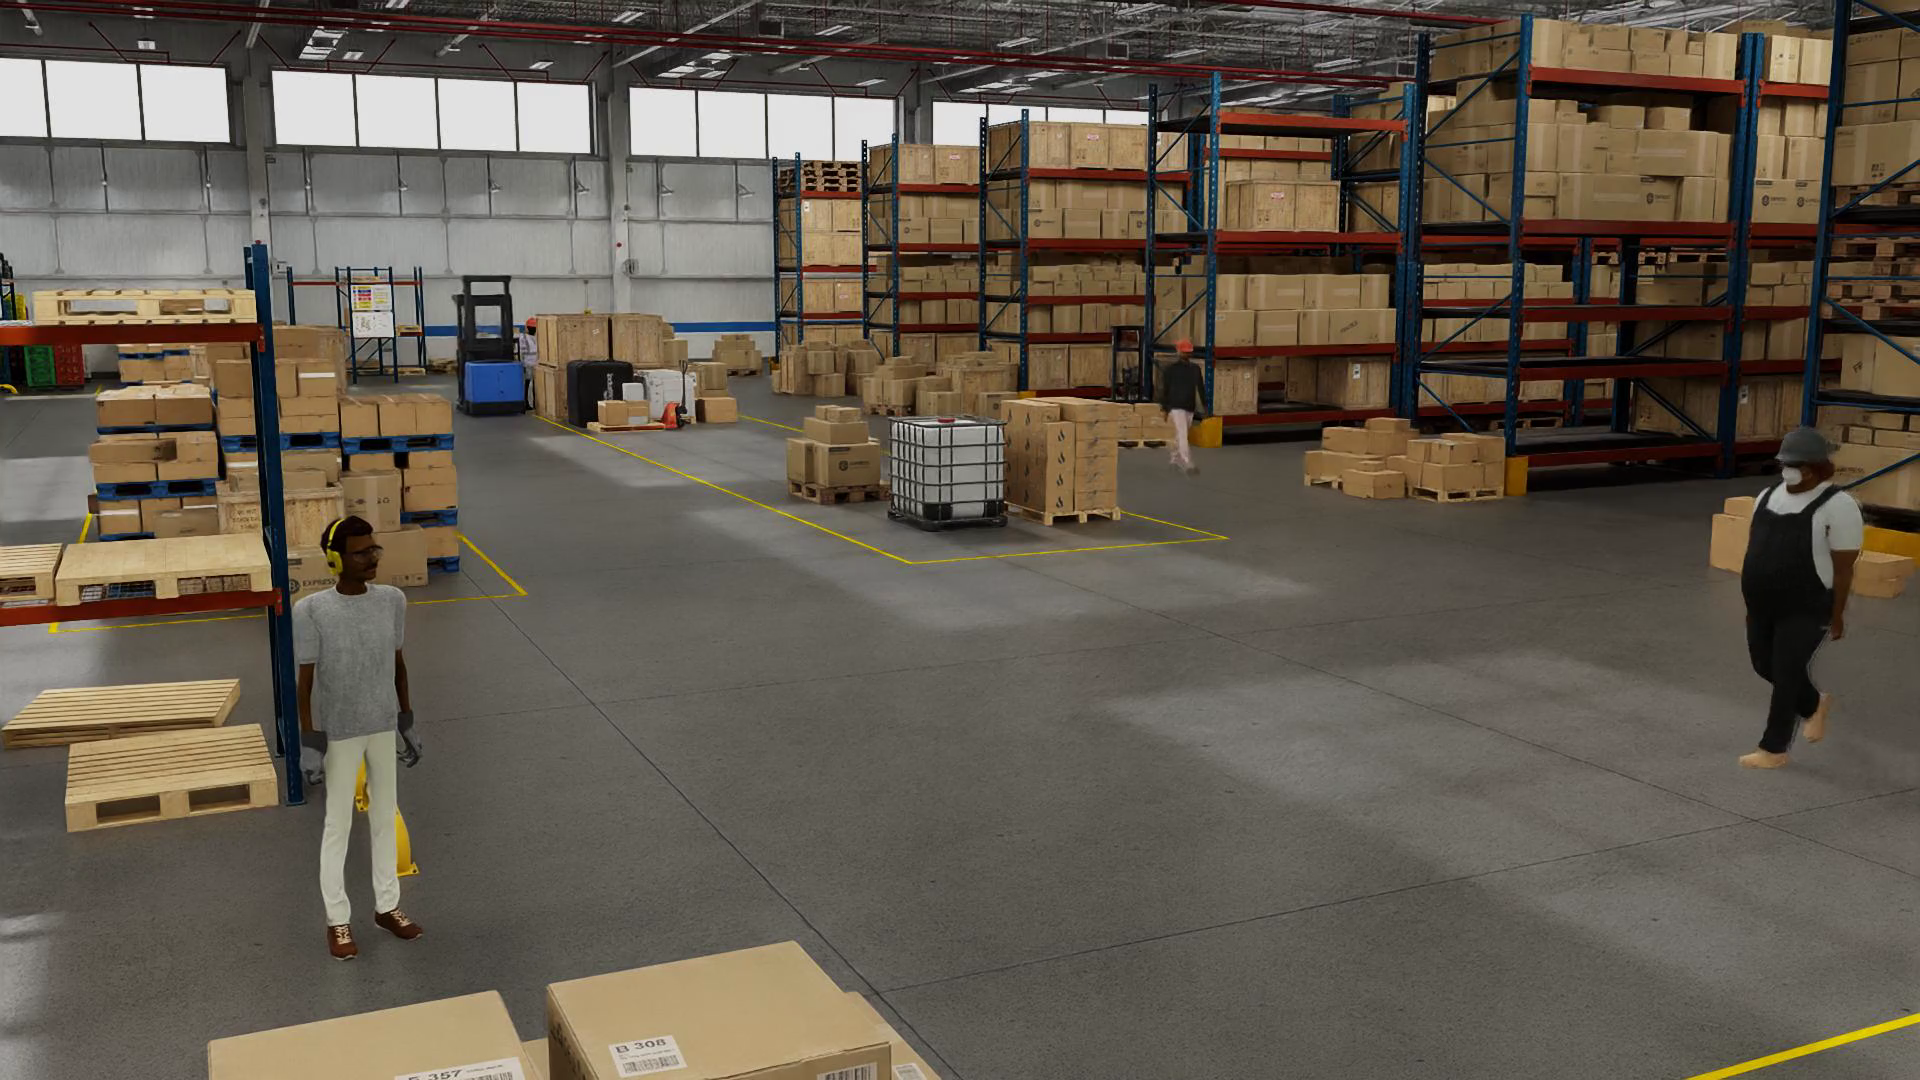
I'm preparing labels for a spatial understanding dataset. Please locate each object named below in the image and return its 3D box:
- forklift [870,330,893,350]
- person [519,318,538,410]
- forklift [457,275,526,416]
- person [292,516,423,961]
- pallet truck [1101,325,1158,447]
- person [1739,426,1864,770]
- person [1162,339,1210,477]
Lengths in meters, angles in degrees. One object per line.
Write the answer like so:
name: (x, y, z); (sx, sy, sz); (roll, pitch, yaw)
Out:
forklift: (-1.537, -5.607, 43.876); (1.873, 2.768, 1.129); (-4, 10, -25)
person: (-8.977, -3.700, 34.958); (0.378, 1.938, 0.547); (8, 12, 40)
forklift: (-9.537, -3.964, 33.683); (1.129, 2.768, 1.873); (-4, 10, -25)
person: (-2.549, 0.825, 7.084); (0.315, 1.873, 0.532); (9, 13, 44)
pallet truck: (2.881, -2.596, 27.923); (0.823, 1.965, 1.885); (-1, 9, -7)
person: (4.948, 0.306, 9.788); (0.817, 2.000, 0.690); (-4, 10, -23)
person: (3.214, -1.895, 23.759); (0.608, 1.943, 1.031); (-5, 10, -27)
